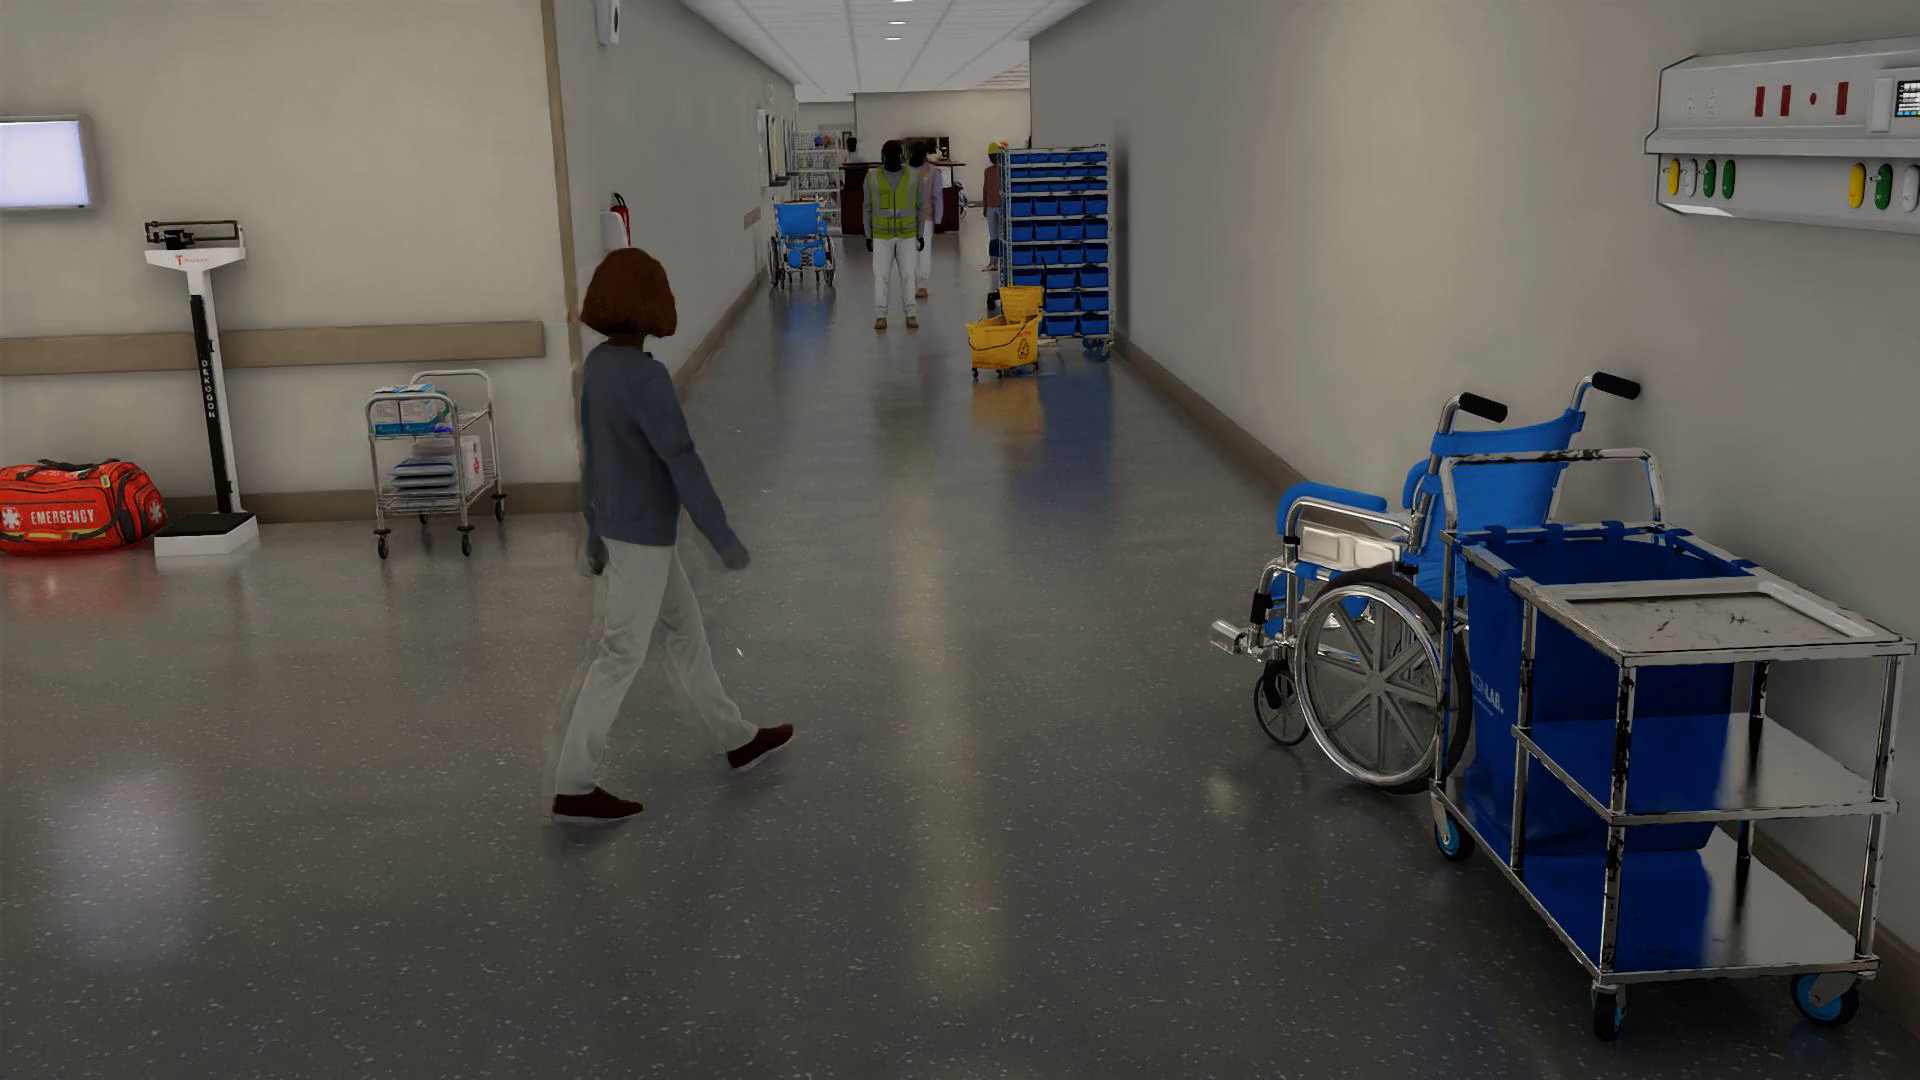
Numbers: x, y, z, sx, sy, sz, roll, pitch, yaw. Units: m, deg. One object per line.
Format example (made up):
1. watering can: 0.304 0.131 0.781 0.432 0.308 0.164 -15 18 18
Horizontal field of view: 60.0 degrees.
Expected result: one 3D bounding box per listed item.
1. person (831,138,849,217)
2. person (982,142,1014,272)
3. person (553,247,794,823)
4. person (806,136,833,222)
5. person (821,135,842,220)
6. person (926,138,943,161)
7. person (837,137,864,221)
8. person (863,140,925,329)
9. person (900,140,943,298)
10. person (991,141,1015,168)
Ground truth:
1. person: -2.975 -8.884 40.730 0.651 1.904 0.403 0 14 7
2. person: 0.521 -4.593 22.975 0.527 1.768 0.314 10 18 39
3. person: -0.853 -0.012 4.686 0.801 1.595 0.501 -8 15 -24
4. person: -3.197 -8.211 37.931 0.602 1.938 0.425 -1 14 2
5. person: -2.991 -8.437 38.777 0.669 1.964 0.700 -13 18 -40
6. person: -0.627 -8.189 37.753 0.624 1.839 0.430 -9 16 -29
7. person: -2.343 -8.288 38.228 1.057 1.910 0.624 2 14 15
8. person: -0.644 -3.016 16.474 0.623 1.844 0.429 -3 14 -4
9. person: -0.519 -3.763 19.566 0.665 1.818 0.465 2 14 13
10. person: 0.992 -8.338 38.442 0.572 1.699 0.868 1 14 11
